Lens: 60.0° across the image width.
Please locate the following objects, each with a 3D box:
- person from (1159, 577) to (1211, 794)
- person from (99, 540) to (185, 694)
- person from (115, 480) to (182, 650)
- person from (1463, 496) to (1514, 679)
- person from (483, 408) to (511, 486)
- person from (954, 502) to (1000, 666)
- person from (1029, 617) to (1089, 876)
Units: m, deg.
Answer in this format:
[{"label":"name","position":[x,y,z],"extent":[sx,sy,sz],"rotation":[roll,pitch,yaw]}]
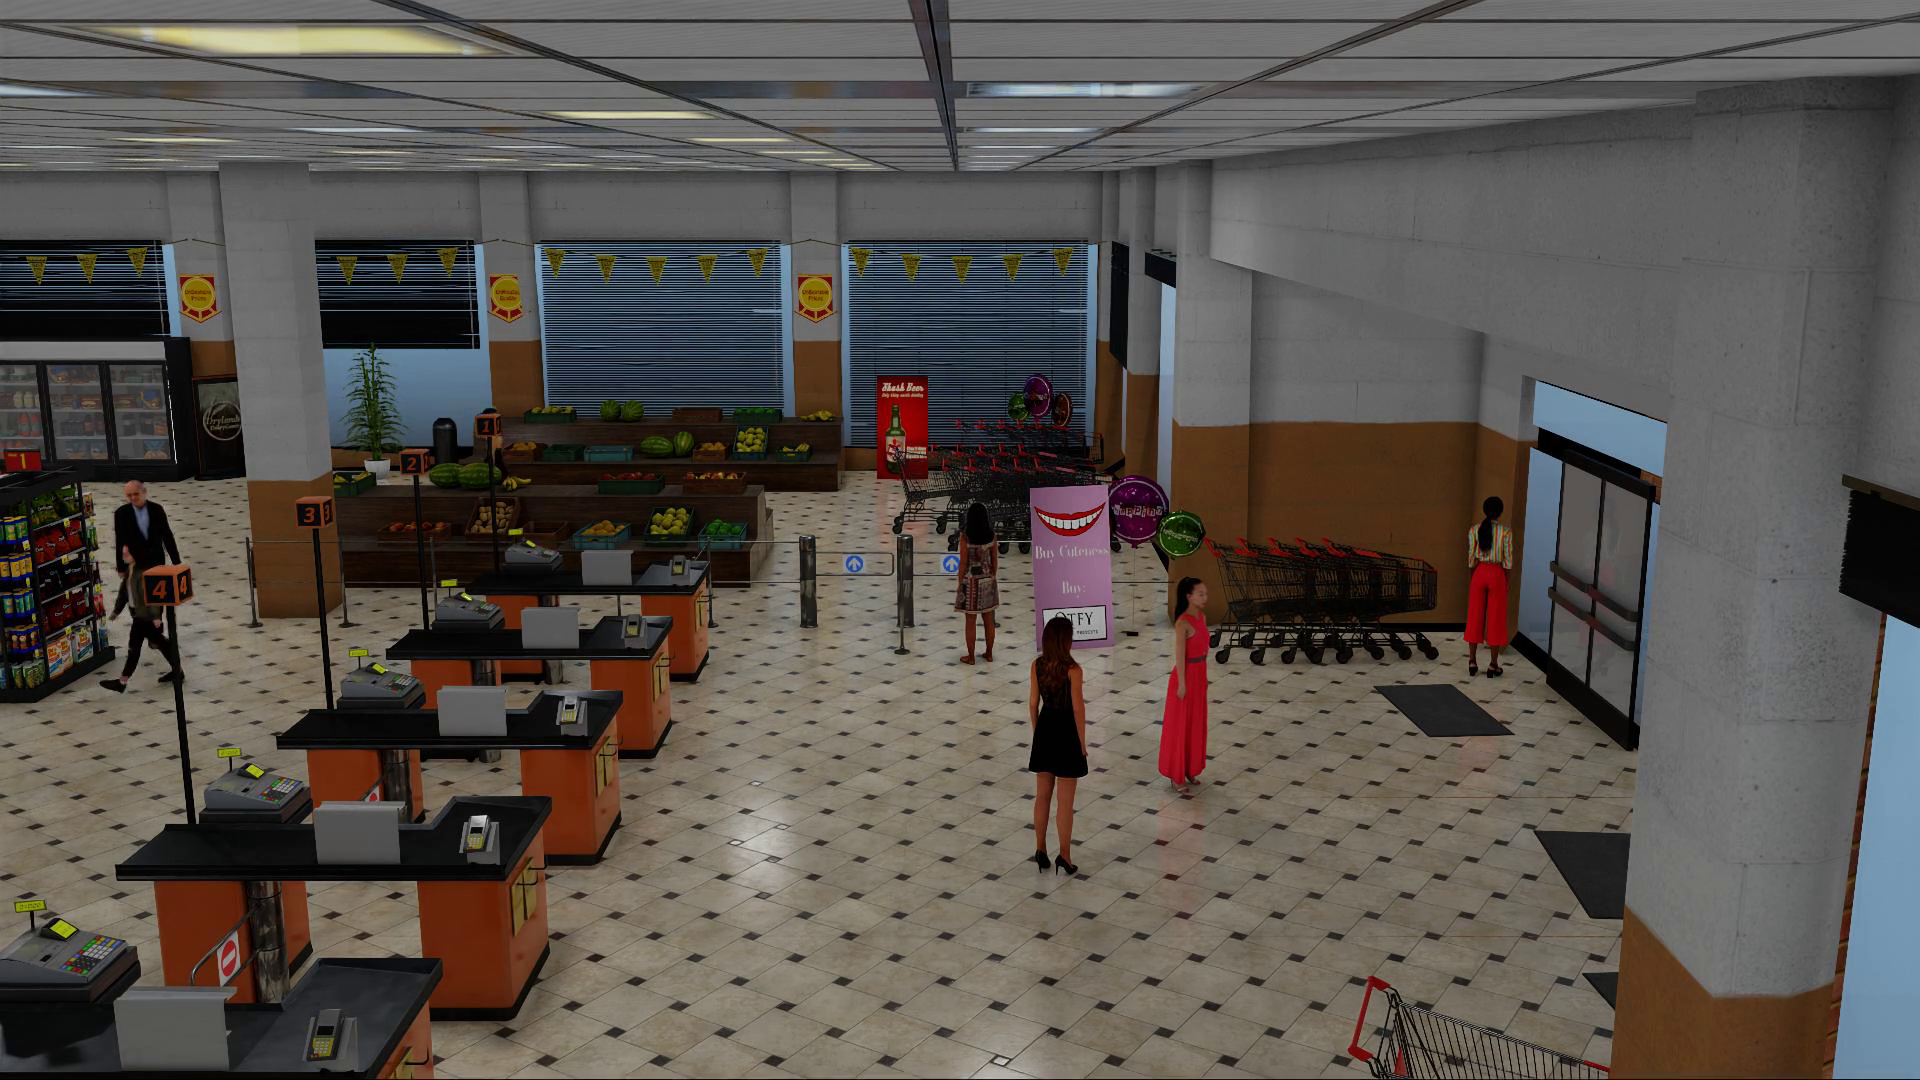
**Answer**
[{"label":"person","position":[1.819,1.135,13.194],"extent":[0.750,1.725,0.716],"rotation":[8,15,35]},{"label":"person","position":[-7.704,0.725,15.864],"extent":[1.067,1.427,0.978],"rotation":[-10,15,-39]},{"label":"person","position":[-8.527,0.234,17.346],"extent":[0.909,1.779,0.856],"rotation":[10,16,41]},{"label":"person","position":[5.174,0.451,16.278],"extent":[0.630,1.793,0.735],"rotation":[7,14,30]},{"label":"person","position":[-6.773,-1.055,23.873],"extent":[1.089,1.612,0.874],"rotation":[-6,13,-25]},{"label":"person","position":[0.174,0.428,16.749],"extent":[0.640,1.645,0.784],"rotation":[-6,13,-27]},{"label":"person","position":[0.669,1.427,11.545],"extent":[0.631,1.834,0.727],"rotation":[8,14,32]}]
